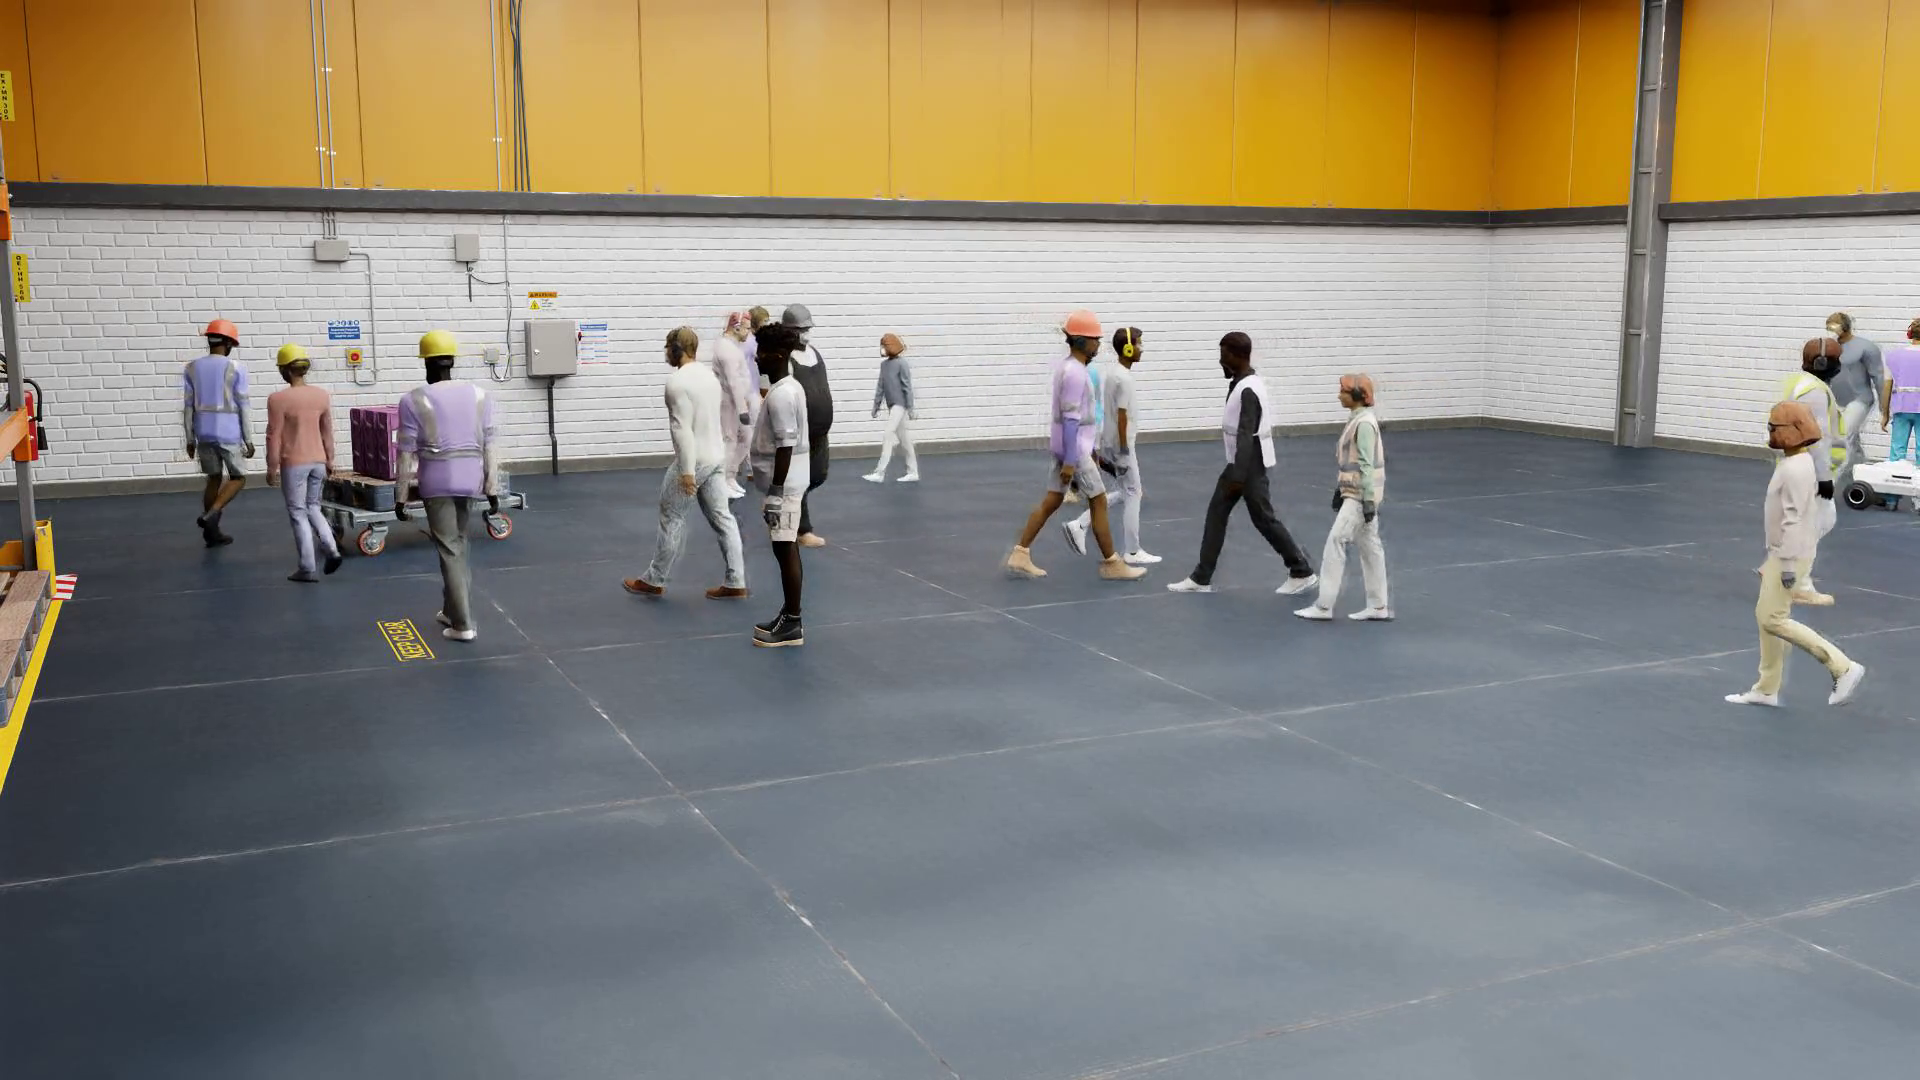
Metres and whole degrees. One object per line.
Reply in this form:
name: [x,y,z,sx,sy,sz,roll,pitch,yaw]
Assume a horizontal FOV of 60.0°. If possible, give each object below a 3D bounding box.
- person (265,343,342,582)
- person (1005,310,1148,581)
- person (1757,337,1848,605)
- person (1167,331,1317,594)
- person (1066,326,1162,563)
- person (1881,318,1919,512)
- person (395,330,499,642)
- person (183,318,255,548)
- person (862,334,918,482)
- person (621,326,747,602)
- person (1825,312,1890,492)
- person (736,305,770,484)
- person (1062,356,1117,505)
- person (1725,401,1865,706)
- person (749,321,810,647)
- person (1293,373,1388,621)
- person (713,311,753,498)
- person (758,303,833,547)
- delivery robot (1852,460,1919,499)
person: [-4.816,-0.553,12.120,0.359,1.755,0.525,5,10,26]
person: [0.819,-0.674,12.138,1.044,1.999,0.632,-1,9,-4]
person: [5.785,-0.464,11.322,0.433,1.829,0.634,4,10,23]
person: [2.027,-0.525,11.618,1.019,1.866,0.600,0,9,0]
person: [1.214,-0.728,12.875,0.657,1.858,0.524,-1,9,-8]
person: [8.953,-1.165,15.613,0.563,1.847,0.390,8,12,41]
person: [-3.234,-0.339,10.296,0.778,1.901,0.613,9,13,44]
person: [-6.061,-0.854,13.547,0.562,1.891,0.624,1,9,7]
person: [-0.771,-1.396,17.794,0.824,1.600,0.516,-5,10,-28]
person: [-1.903,-0.514,11.437,0.974,1.888,0.636,4,10,21]
person: [8.872,-1.333,16.593,0.882,1.879,0.655,-3,10,-18]
person: [-2.285,-1.547,17.765,0.559,1.921,0.643,2,9,15]
person: [1.305,-1.159,16.096,0.719,1.674,0.529,-1,9,-5]
person: [4.316,0.095,8.530,0.548,1.619,0.497,4,10,24]
person: [-1.097,-0.339,10.115,0.367,1.967,0.606,0,9,-3]
person: [2.462,-0.265,10.729,0.721,1.608,0.549,2,9,10]
person: [-2.275,-1.338,16.596,0.474,1.876,0.677,-1,9,-5]
person: [-1.376,-0.971,13.810,0.704,2.000,0.691,7,11,35]
delivery robot: [8.866,-0.588,15.741,0.477,0.478,0.707,-7,11,-35]
